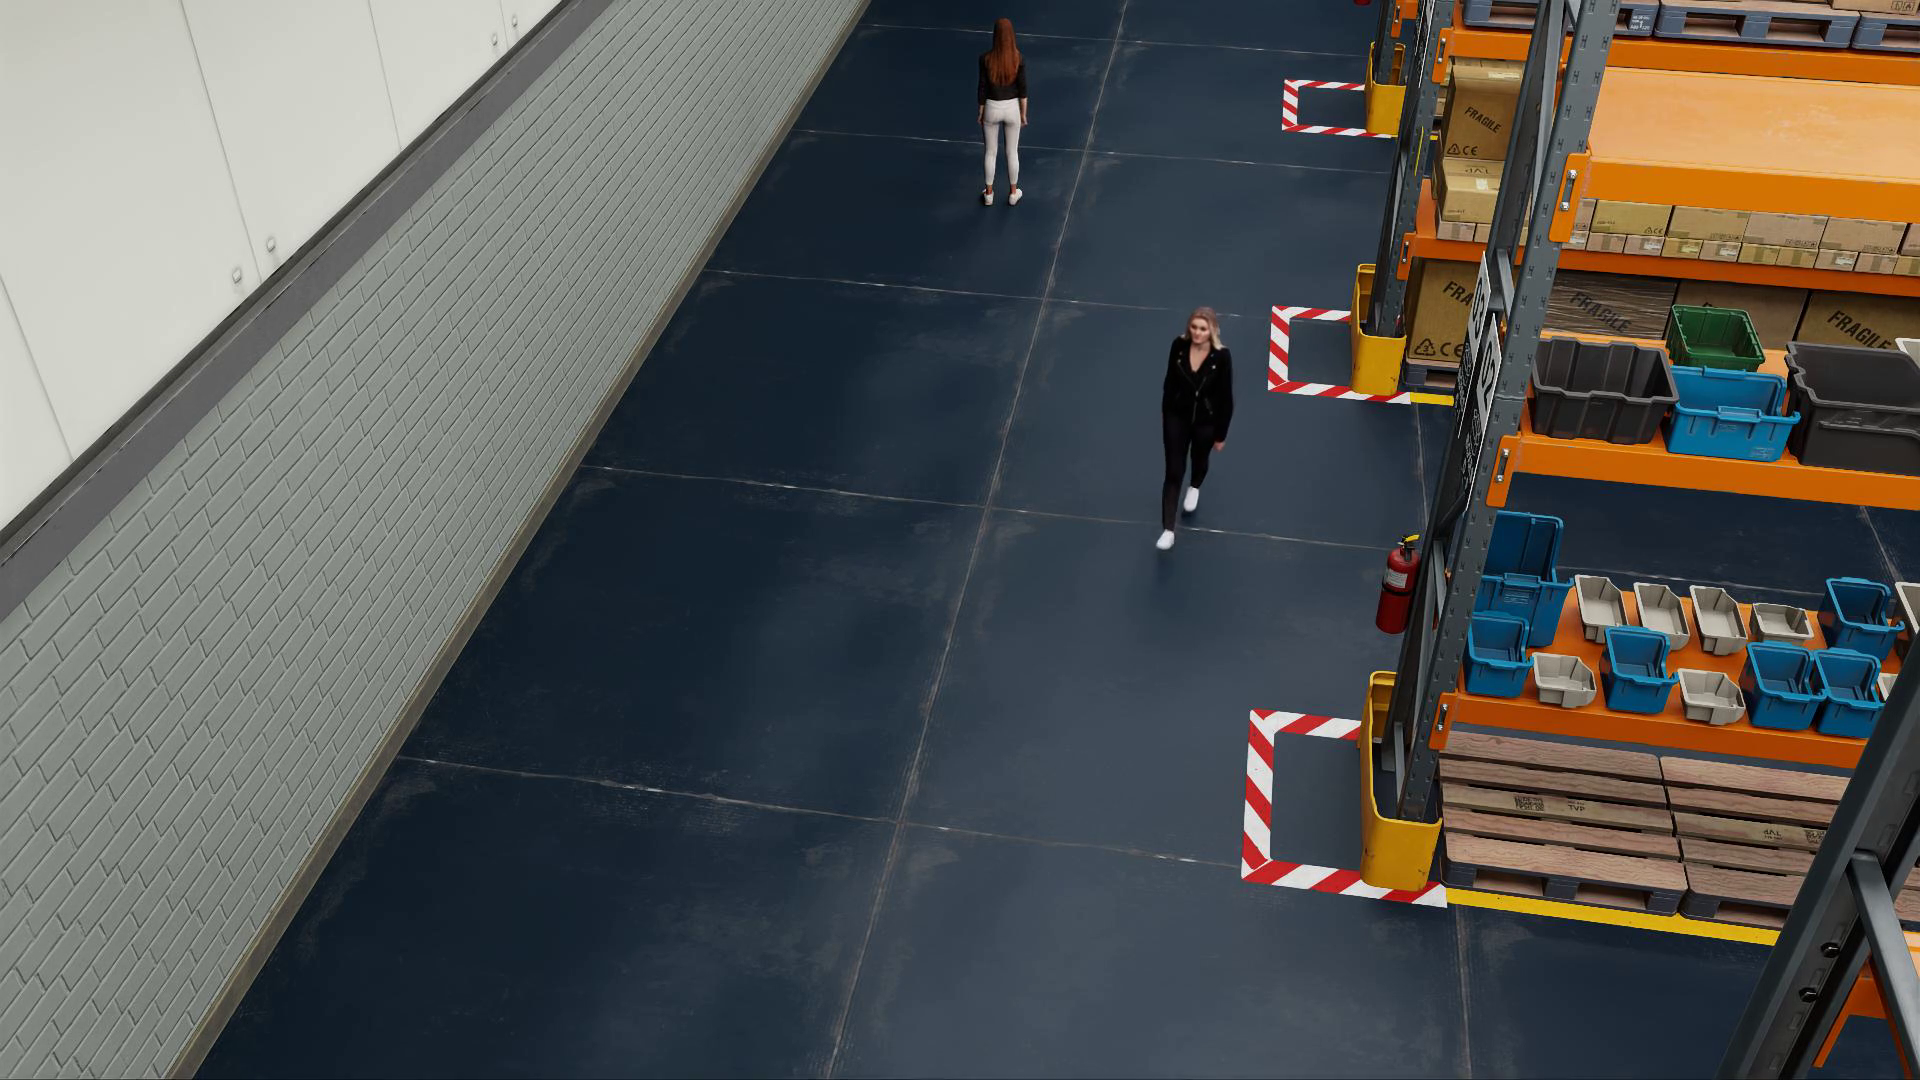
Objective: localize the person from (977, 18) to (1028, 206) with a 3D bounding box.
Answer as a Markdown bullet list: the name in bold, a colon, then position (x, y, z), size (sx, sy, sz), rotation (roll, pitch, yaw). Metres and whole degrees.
- **person**: position (0.371, -3.819, 14.854), size (0.502, 1.704, 0.695), rotation (1, 37, 1)

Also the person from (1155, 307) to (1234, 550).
- **person**: position (1.570, -0.808, 10.948), size (1.095, 1.640, 0.826), rotation (12, 39, 15)
